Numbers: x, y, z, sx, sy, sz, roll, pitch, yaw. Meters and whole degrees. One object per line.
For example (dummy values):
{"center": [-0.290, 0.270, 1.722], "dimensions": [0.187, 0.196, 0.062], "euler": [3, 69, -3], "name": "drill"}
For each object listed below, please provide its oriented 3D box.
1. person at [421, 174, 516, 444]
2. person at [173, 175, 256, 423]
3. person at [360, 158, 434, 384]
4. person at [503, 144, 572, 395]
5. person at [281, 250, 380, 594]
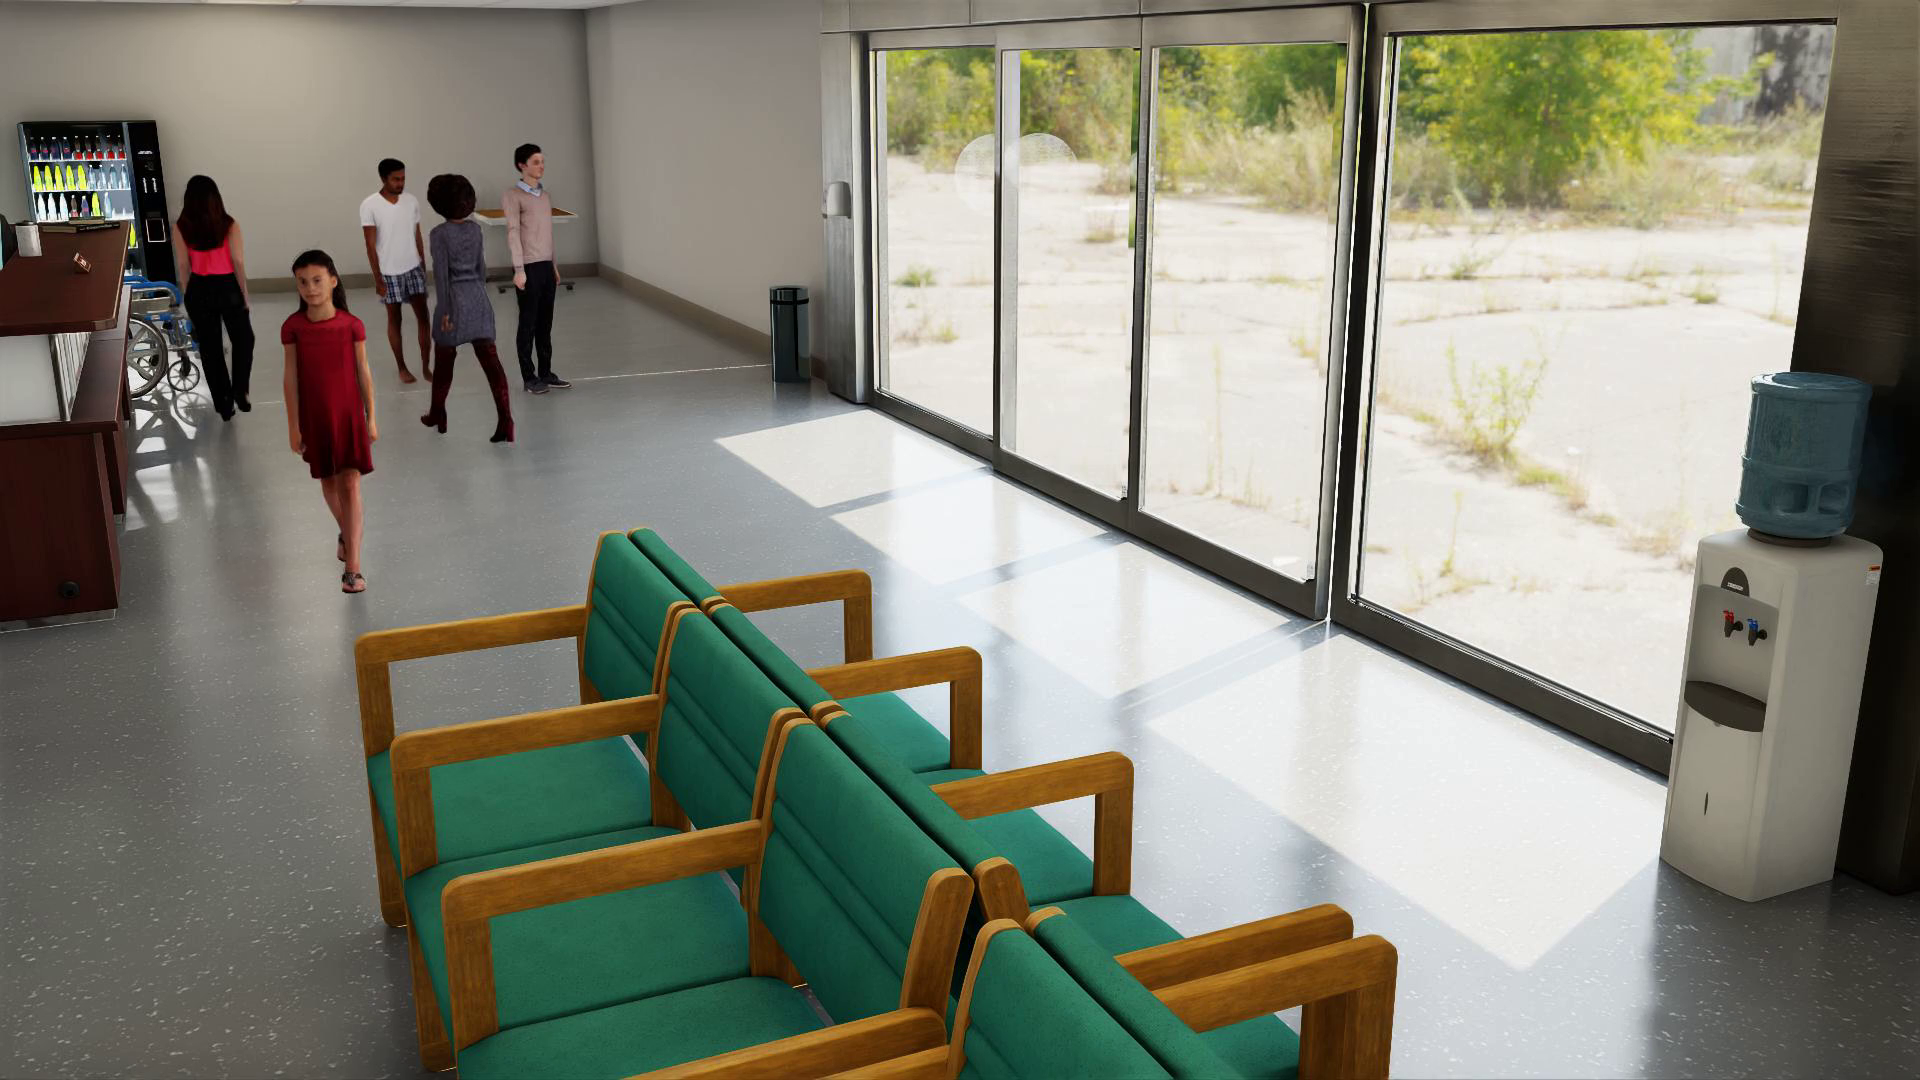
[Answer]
{"center": [-3.046, -1.397, 10.414], "dimensions": [0.962, 1.666, 1.116], "euler": [13, 20, 39], "name": "person"}
{"center": [-4.992, -1.592, 11.132], "dimensions": [0.667, 1.651, 0.691], "euler": [-4, 16, -15], "name": "person"}
{"center": [-4.281, -2.017, 12.566], "dimensions": [0.795, 1.691, 0.836], "euler": [-14, 21, -41], "name": "person"}
{"center": [-3.155, -2.015, 12.341], "dimensions": [0.771, 1.810, 0.690], "euler": [8, 17, 25], "name": "person"}
{"center": [-2.909, -0.562, 7.712], "dimensions": [1.072, 1.517, 0.736], "euler": [-4, 16, -13], "name": "person"}
